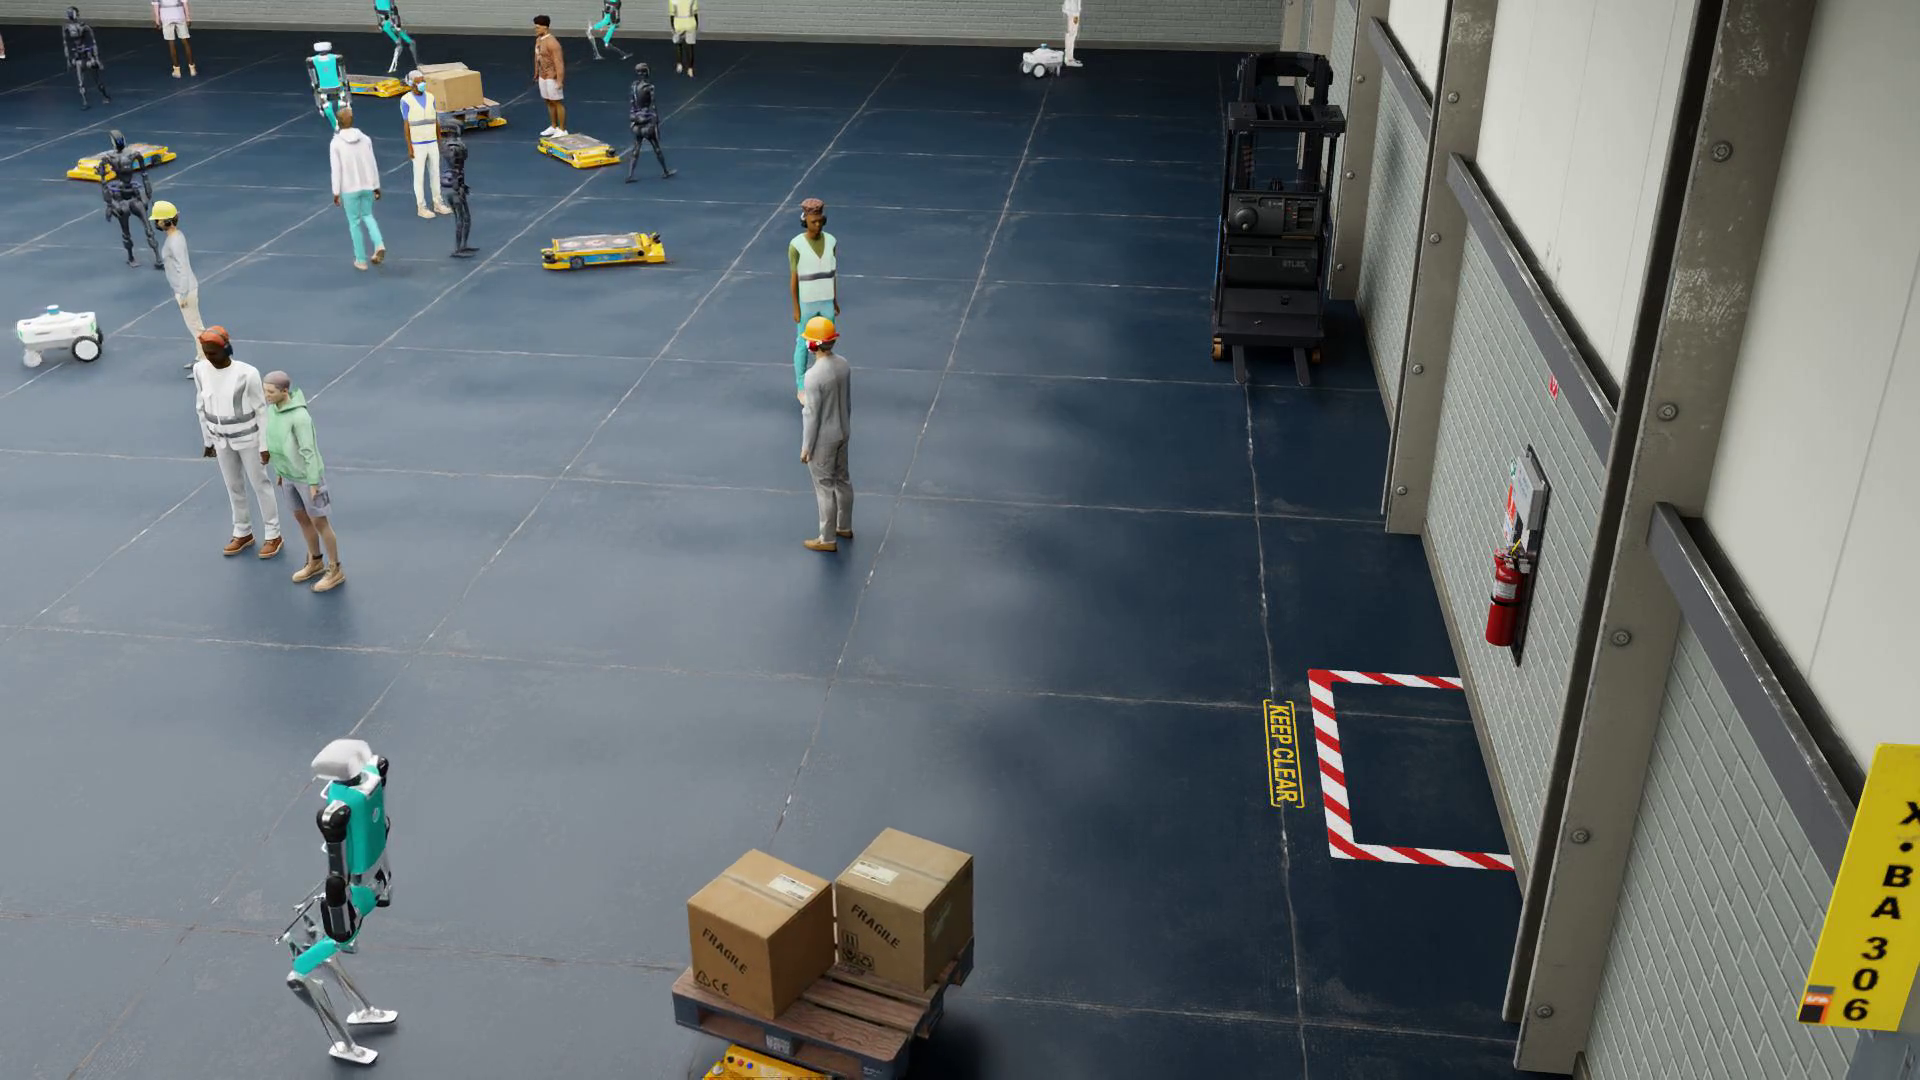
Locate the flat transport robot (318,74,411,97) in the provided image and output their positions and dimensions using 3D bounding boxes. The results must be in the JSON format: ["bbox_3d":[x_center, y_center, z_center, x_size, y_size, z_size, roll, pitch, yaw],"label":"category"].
[{"bbox_3d":[-10.354,-7.889,28.887,1.431,0.231,0.659,8,28,16],"label":"flat transport robot"}]

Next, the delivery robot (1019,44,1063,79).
[{"bbox_3d":[1.481,-8.661,30.124,0.779,0.608,0.507,-14,30,-26],"label":"delivery robot"}]

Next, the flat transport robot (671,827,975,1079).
[{"bbox_3d":[-0.683,2.381,8.385,0.659,0.231,1.431,11,29,21],"label":"flat transport robot"}]

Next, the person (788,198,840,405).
[{"bbox_3d":[-1.375,-2.269,15.764,0.482,1.977,0.401,-16,31,-29],"label":"person"}]

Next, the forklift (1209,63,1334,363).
[{"bbox_3d":[3.241,-3.477,17.183,1.129,2.768,1.873,3,27,6],"label":"forklift"}]

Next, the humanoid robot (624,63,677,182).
[{"bbox_3d":[-4.424,-5.850,23.301,0.588,1.625,0.778,22,34,37],"label":"humanoid robot"}]

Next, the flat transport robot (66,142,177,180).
[{"bbox_3d":[-12.131,-5.481,24.080,0.659,0.231,1.431,9,28,17],"label":"flat transport robot"}]

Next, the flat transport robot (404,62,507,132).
[{"bbox_3d":[-8.000,-6.635,26.385,1.431,0.231,0.659,-19,33,-34],"label":"flat transport robot"}]

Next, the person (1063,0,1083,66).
[{"bbox_3d":[2.092,-9.761,30.831,0.388,1.875,0.511,-1,27,-3],"label":"person"}]

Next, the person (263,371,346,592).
[{"bbox_3d":[-4.913,-0.453,12.412,0.468,1.733,0.322,16,31,29],"label":"person"}]

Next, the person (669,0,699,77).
[{"bbox_3d":[-4.987,-9.289,30.105,0.545,1.671,0.715,-6,27,-11],"label":"person"}]

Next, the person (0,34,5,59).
[{"bbox_3d":[-18.414,-9.985,31.248,0.414,1.907,0.641,17,31,31],"label":"person"}]

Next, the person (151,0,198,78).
[{"bbox_3d":[-14.129,-9.356,29.840,0.604,2.044,0.373,-16,31,-29],"label":"person"}]

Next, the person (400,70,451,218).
[{"bbox_3d":[-6.978,-5.147,21.620,0.399,1.886,0.511,23,34,38],"label":"person"}]

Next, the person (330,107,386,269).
[{"bbox_3d":[-7.058,-4.111,19.531,0.535,1.898,0.511,-23,35,-38],"label":"person"}]

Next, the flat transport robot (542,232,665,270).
[{"bbox_3d":[-4.321,-3.494,20.114,1.431,0.231,0.659,-6,27,-13],"label":"flat transport robot"}]

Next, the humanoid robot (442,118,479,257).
[{"bbox_3d":[-6.058,-4.268,20.079,0.323,1.640,0.609,-4,27,-7],"label":"humanoid robot"}]

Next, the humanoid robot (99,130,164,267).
[{"bbox_3d":[-9.748,-3.988,19.549,0.708,1.631,0.608,21,33,35],"label":"humanoid robot"}]

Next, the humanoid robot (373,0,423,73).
[{"bbox_3d":[-10.262,-9.462,30.435,0.541,1.821,0.858,14,30,26],"label":"humanoid robot"}]

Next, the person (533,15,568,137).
[{"bbox_3d":[-6.306,-7.154,25.648,0.384,1.853,0.800,-22,34,-37],"label":"person"}]

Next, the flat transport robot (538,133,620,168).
[{"bbox_3d":[-5.672,-5.784,24.685,0.659,0.231,1.431,-18,32,-32],"label":"flat transport robot"}]

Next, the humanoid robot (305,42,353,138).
[{"bbox_3d":[-9.134,-6.398,24.264,0.557,1.740,1.031,-7,27,-13],"label":"humanoid robot"}]

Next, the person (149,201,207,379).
[{"bbox_3d":[-7.674,-2.469,16.397,0.309,1.768,0.531,-12,29,-23],"label":"person"}]

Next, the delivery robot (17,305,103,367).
[{"bbox_3d":[-9.190,-2.096,17.024,0.811,0.613,0.499,-11,29,-21],"label":"delivery robot"}]

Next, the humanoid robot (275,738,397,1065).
[{"bbox_3d":[-3.047,1.719,8.011,0.719,1.743,0.534,3,27,6],"label":"humanoid robot"}]

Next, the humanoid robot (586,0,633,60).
[{"bbox_3d":[-6.610,-9.702,30.896,1.029,1.742,0.549,-20,33,-34],"label":"humanoid robot"}]

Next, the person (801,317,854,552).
[{"bbox_3d":[-1.045,-0.828,12.989,0.386,1.890,0.560,13,30,25],"label":"person"}]

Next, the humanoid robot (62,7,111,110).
[{"bbox_3d":[-14.525,-8.014,27.637,0.603,1.651,0.772,0,27,1],"label":"humanoid robot"}]

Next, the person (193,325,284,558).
[{"bbox_3d":[-5.592,-0.760,12.850,0.571,1.887,0.357,5,27,10],"label":"person"}]
